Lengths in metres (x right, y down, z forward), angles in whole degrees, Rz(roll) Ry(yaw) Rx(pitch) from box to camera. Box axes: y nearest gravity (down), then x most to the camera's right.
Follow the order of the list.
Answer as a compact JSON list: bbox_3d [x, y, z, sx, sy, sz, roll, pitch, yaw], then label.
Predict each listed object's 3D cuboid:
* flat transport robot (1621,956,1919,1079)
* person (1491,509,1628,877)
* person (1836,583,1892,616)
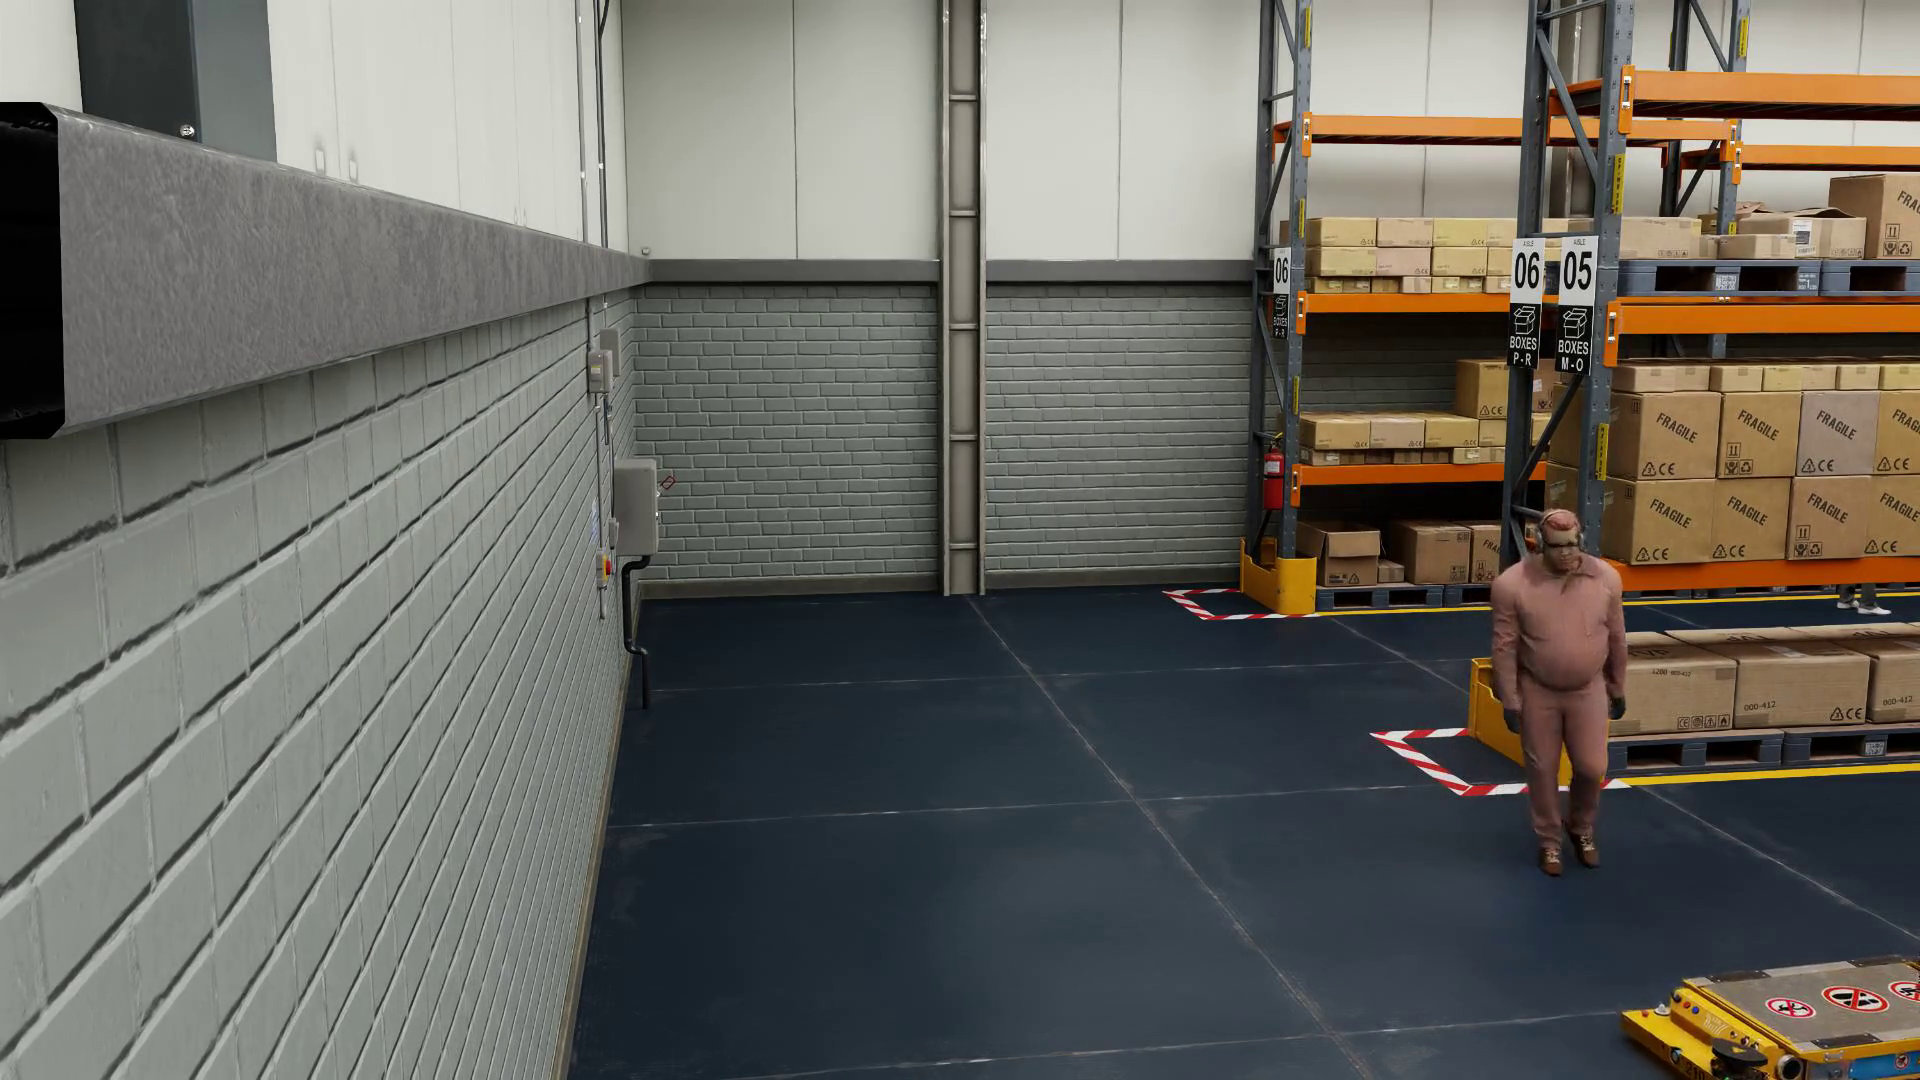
[{"bbox_3d":[3.378,1.870,6.406,1.431,0.197,0.652,-2,9,-14],"label":"flat transport robot"},{"bbox_3d":[2.988,0.763,8.306,0.680,1.875,0.423,2,9,9],"label":"person"},{"bbox_3d":[8.076,-0.290,14.675,0.405,1.919,0.581,-2,9,-13],"label":"person"}]
